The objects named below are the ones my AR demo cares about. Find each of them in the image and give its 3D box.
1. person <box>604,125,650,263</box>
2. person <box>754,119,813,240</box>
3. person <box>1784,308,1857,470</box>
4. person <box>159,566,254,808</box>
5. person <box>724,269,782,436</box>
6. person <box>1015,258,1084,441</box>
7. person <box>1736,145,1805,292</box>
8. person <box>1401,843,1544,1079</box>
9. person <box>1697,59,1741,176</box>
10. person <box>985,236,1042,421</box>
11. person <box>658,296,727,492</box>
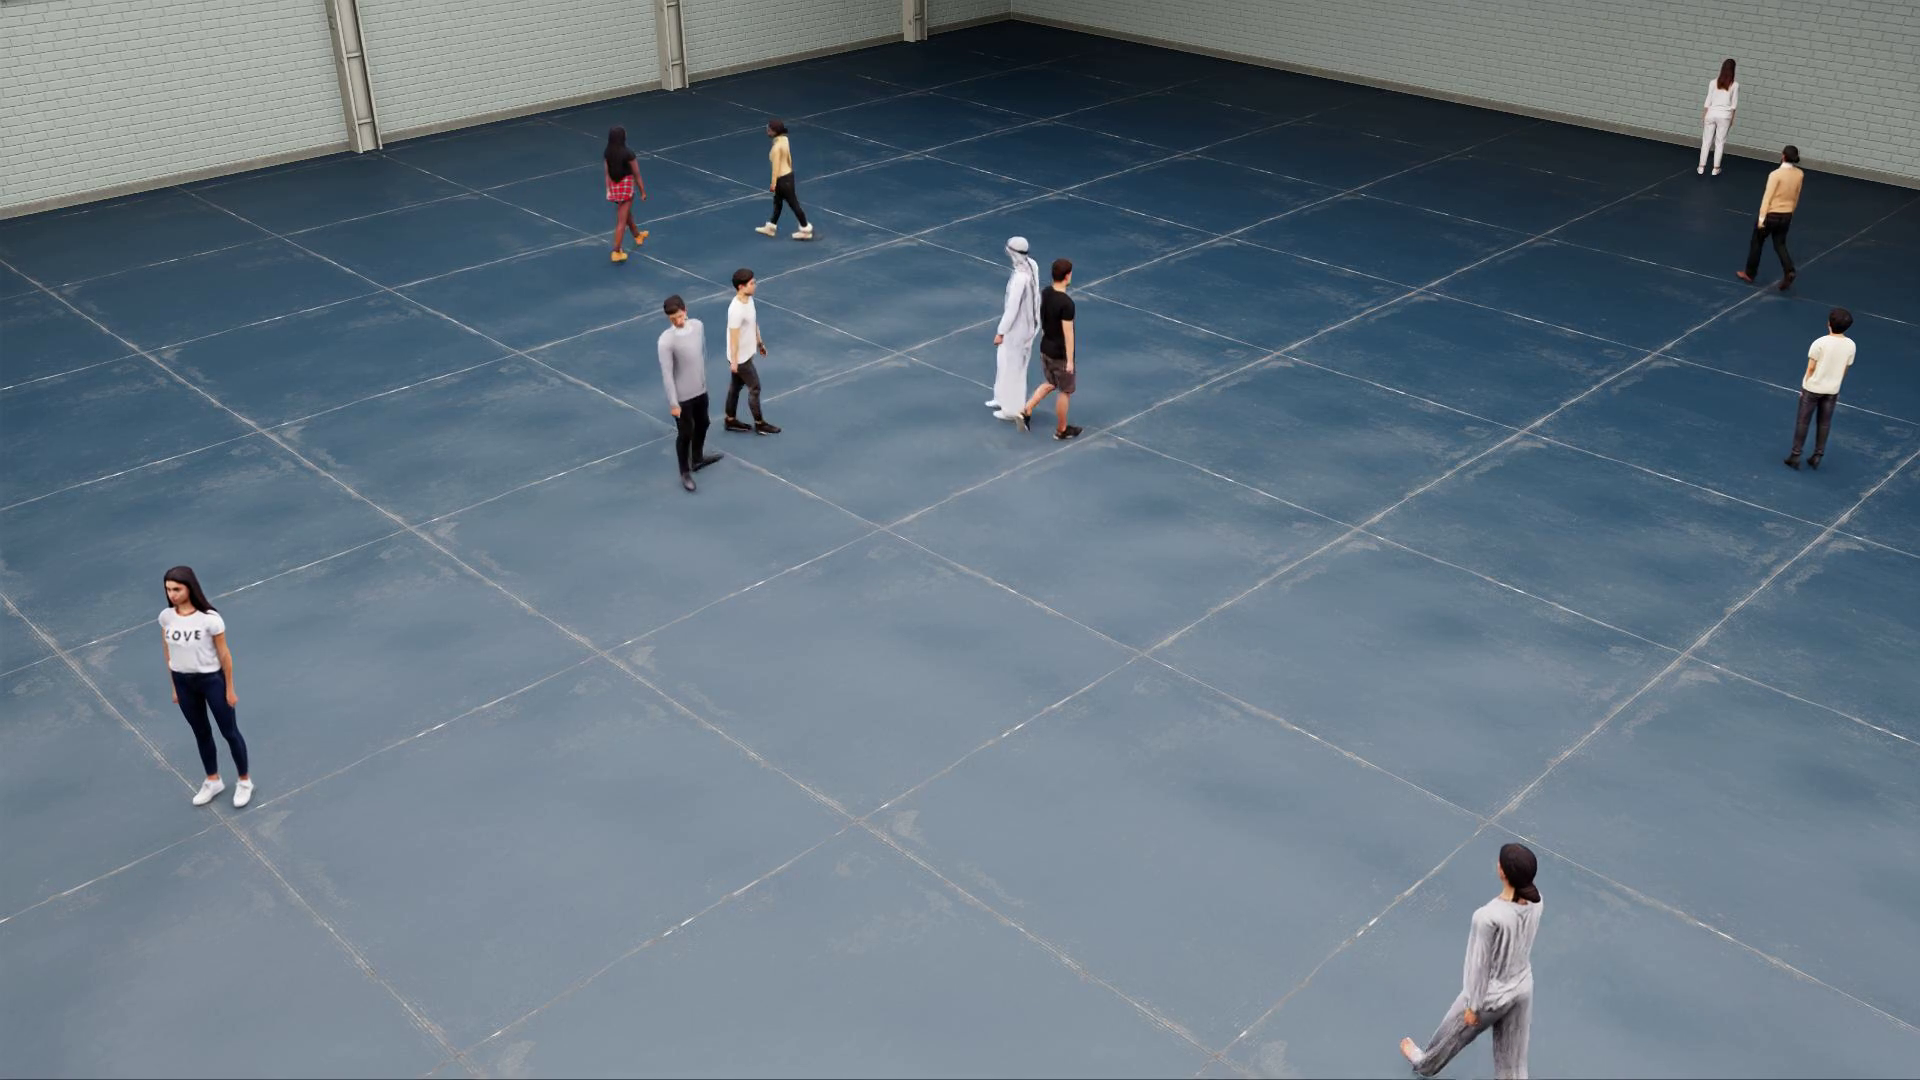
[{"bbox_3d":[-4.310,-4.348,21.091,0.926,1.669,1.272,11,30,20],"label":"person"},{"bbox_3d":[-2.231,-4.722,21.847,1.062,1.617,1.029,5,28,10],"label":"person"},{"bbox_3d":[8.120,-1.418,15.680,0.626,1.584,0.698,-1,28,-3],"label":"person"},{"bbox_3d":[-5.000,0.964,11.004,0.668,1.774,0.711,3,28,5],"label":"person"},{"bbox_3d":[-2.230,-1.850,16.370,0.964,1.698,0.910,0,28,1],"label":"person"},{"bbox_3d":[0.859,-1.815,16.151,1.040,1.842,0.833,-14,31,-24],"label":"person"},{"bbox_3d":[9.928,-3.880,20.147,1.137,1.731,1.072,-7,29,-13],"label":"person"},{"bbox_3d":[2.791,2.357,8.430,1.048,1.734,0.904,-13,31,-22],"label":"person"},{"bbox_3d":[11.282,-6.289,24.714,0.657,1.689,0.633,14,31,24],"label":"person"},{"bbox_3d":[0.626,-2.097,16.596,1.026,1.920,0.964,8,29,14],"label":"person"},{"bbox_3d":[-2.522,-1.402,15.323,1.061,1.891,0.692,9,29,16],"label":"person"}]
